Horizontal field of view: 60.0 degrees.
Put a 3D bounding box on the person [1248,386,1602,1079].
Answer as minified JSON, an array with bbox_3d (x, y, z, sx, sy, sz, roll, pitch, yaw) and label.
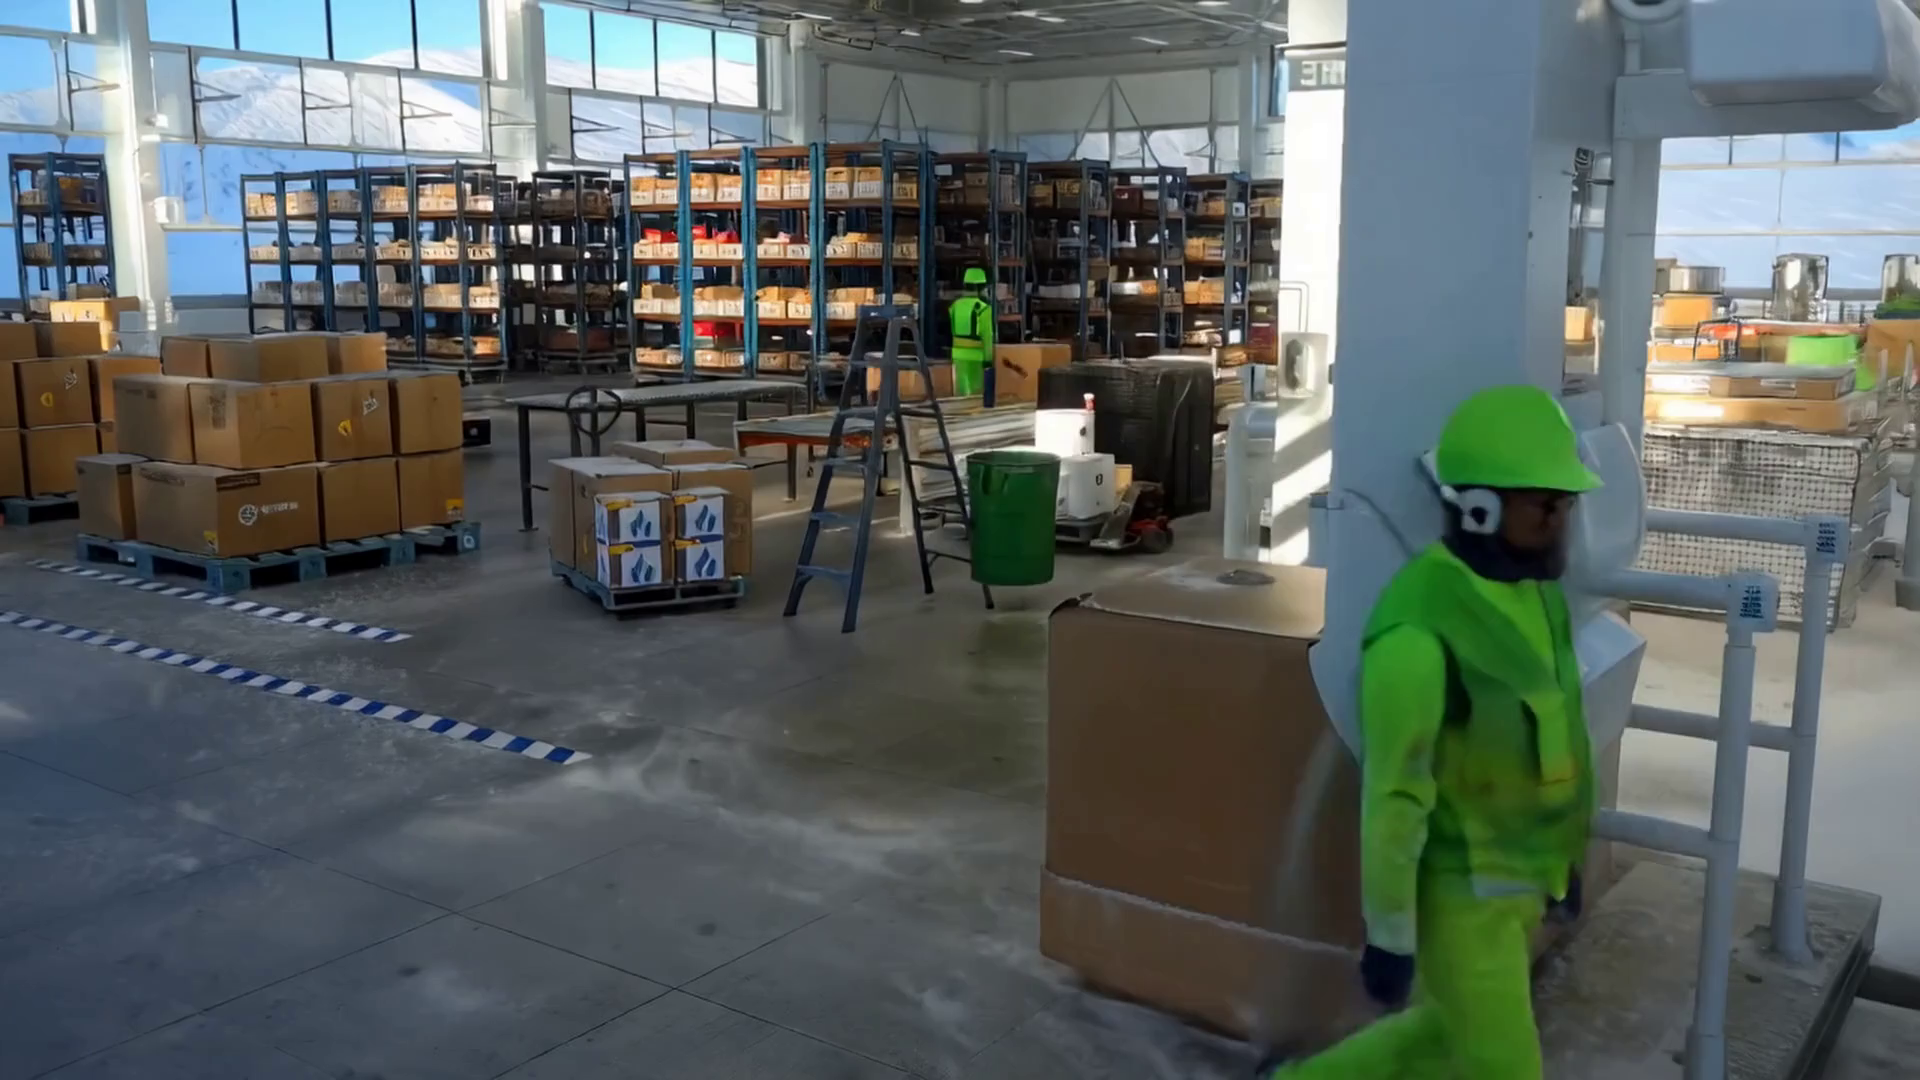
[{"bbox_3d":[0.905,0.601,3.163,0.763,1.811,0.602,7,12,36],"label":"person"}]

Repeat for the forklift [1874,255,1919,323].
[{"bbox_3d":[22.089,-5.634,38.796,1.157,1.987,2.680,6,11,33],"label":"forklift"}]

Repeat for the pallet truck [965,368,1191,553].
[{"bbox_3d":[0.845,-0.609,11.869,1.630,1.274,0.653,7,12,35],"label":"pallet truck"}]

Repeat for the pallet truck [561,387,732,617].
[{"bbox_3d":[-1.981,-0.274,10.088,0.680,1.201,1.601,-5,11,-28],"label":"pallet truck"}]

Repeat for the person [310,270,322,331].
[{"bbox_3d":[-12.095,-4.192,31.581,0.563,1.847,0.388,4,10,22],"label":"person"}]

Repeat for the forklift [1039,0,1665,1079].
[{"bbox_3d":[1.249,-0.137,4.360,1.873,2.768,1.129,7,12,35],"label":"forklift"}]

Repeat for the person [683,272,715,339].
[{"bbox_3d":[-4.625,-3.823,29.424,0.601,1.830,0.403,-3,10,-18],"label":"person"}]

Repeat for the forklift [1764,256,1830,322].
[{"bbox_3d":[20.253,-5.854,40.139,1.157,1.987,2.680,7,12,35],"label":"forklift"}]

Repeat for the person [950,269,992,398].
[{"bbox_3d":[0.142,-2.021,18.397,0.425,1.938,0.603,-8,13,-41],"label":"person"}]
